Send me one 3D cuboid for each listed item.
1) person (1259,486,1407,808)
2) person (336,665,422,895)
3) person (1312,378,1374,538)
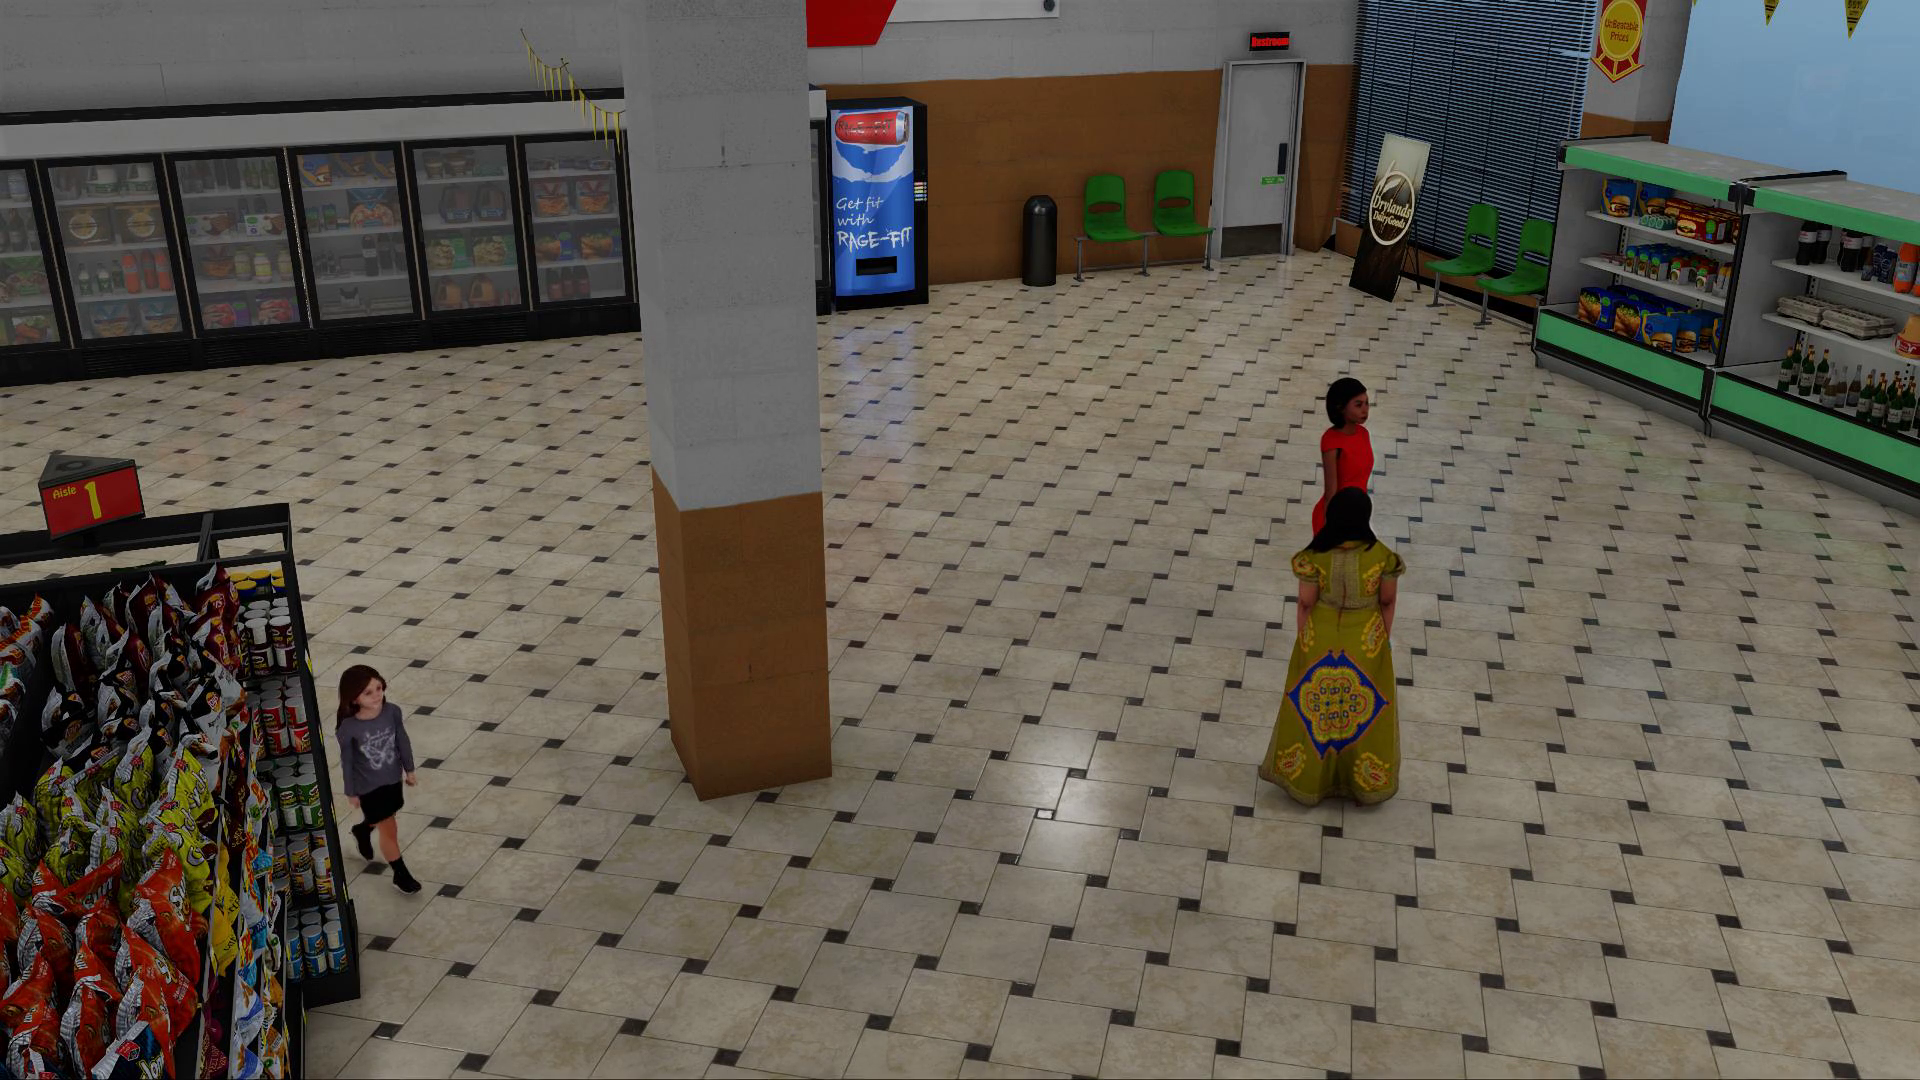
[{"bbox_3d":[1.847,0.526,8.057,0.994,1.660,0.991,3,22,7],"label":"person"},{"bbox_3d":[-2.663,1.047,7.523,0.835,1.090,0.715,15,26,33],"label":"person"},{"bbox_3d":[2.140,-0.070,9.428,0.647,1.744,0.640,18,28,38],"label":"person"}]
